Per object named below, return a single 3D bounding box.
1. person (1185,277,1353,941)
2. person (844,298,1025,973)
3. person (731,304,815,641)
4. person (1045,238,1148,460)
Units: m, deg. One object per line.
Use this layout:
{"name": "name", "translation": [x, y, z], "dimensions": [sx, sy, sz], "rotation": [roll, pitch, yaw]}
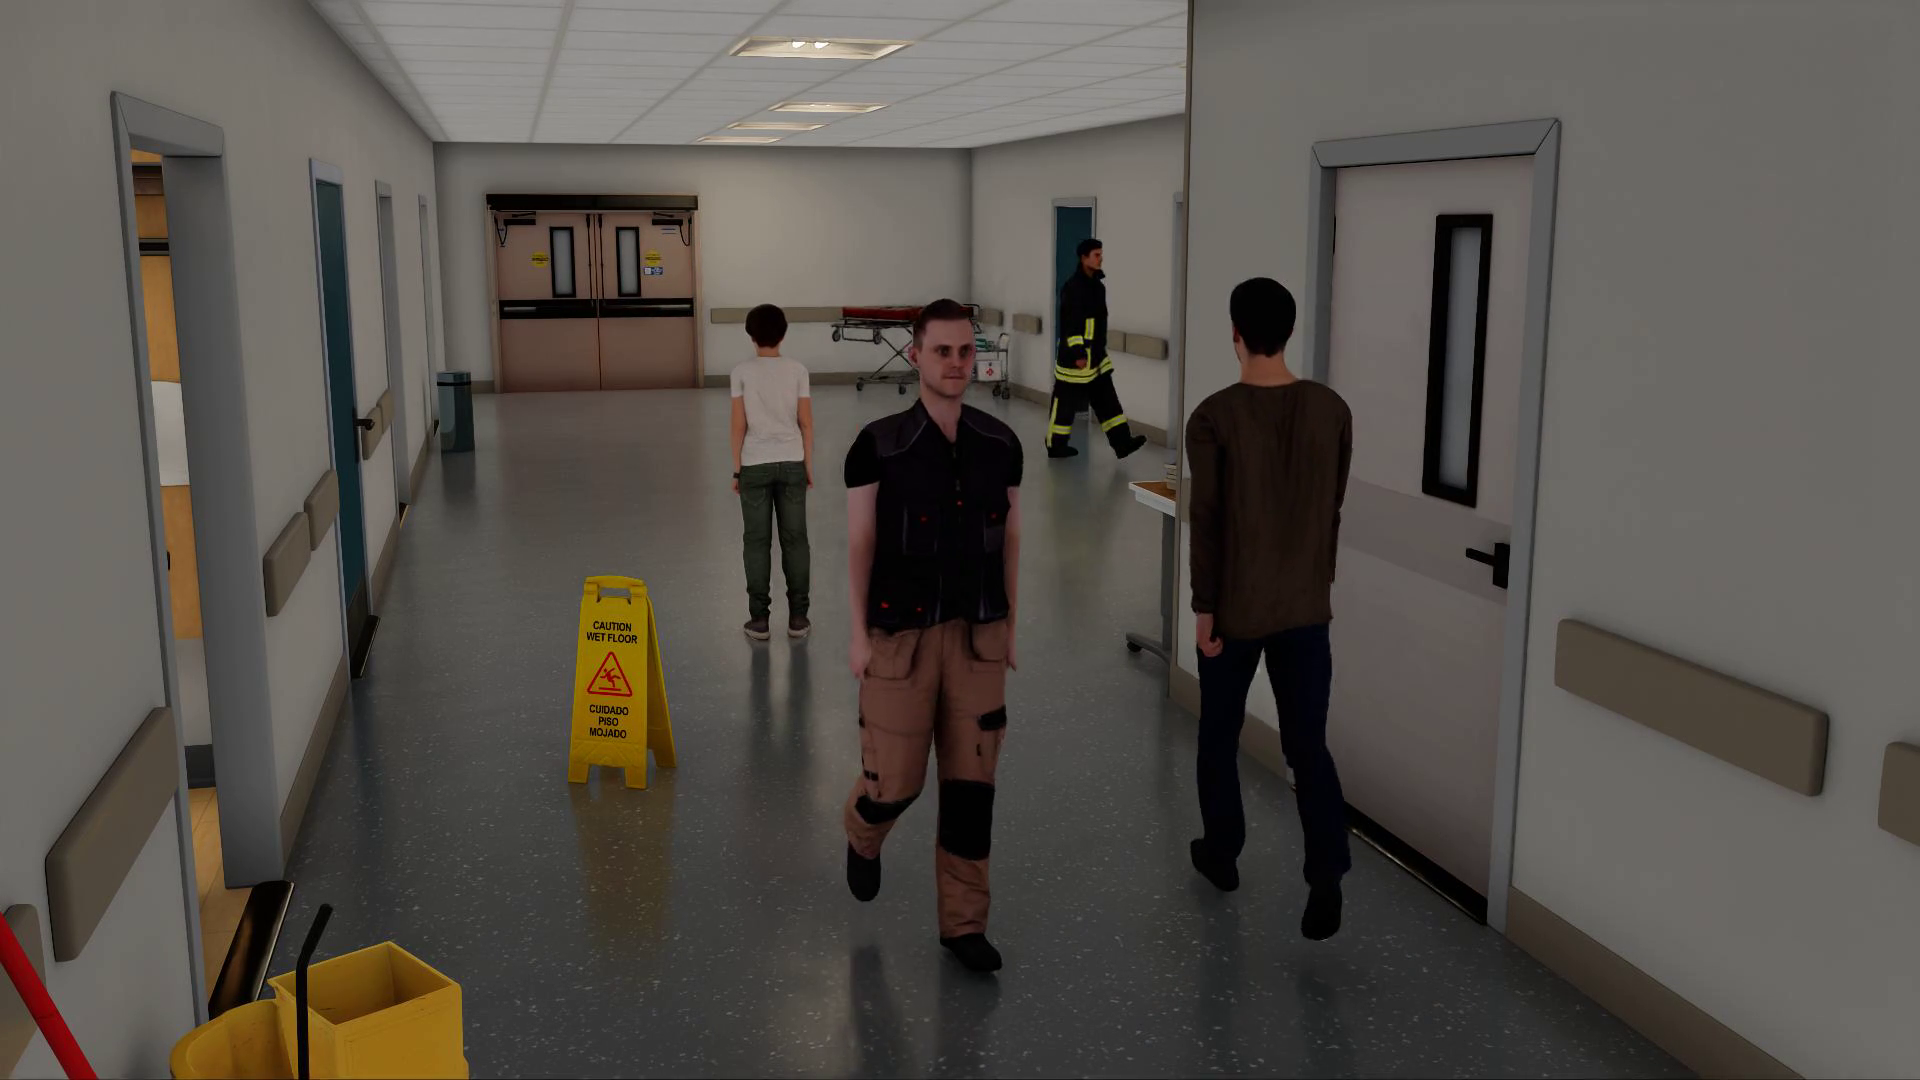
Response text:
{"name": "person", "translation": [0.912, 0.214, 4.751], "dimensions": [0.750, 1.860, 1.149], "rotation": [-1, 11, -8]}
{"name": "person", "translation": [-0.103, 0.251, 4.655], "dimensions": [0.729, 1.824, 0.934], "rotation": [-4, 11, -20]}
{"name": "person", "translation": [-0.928, -0.341, 8.230], "dimensions": [0.559, 1.655, 0.523], "rotation": [-2, 11, -13]}
{"name": "person", "translation": [0.974, -1.612, 14.311], "dimensions": [1.306, 1.885, 1.191], "rotation": [8, 13, 36]}
